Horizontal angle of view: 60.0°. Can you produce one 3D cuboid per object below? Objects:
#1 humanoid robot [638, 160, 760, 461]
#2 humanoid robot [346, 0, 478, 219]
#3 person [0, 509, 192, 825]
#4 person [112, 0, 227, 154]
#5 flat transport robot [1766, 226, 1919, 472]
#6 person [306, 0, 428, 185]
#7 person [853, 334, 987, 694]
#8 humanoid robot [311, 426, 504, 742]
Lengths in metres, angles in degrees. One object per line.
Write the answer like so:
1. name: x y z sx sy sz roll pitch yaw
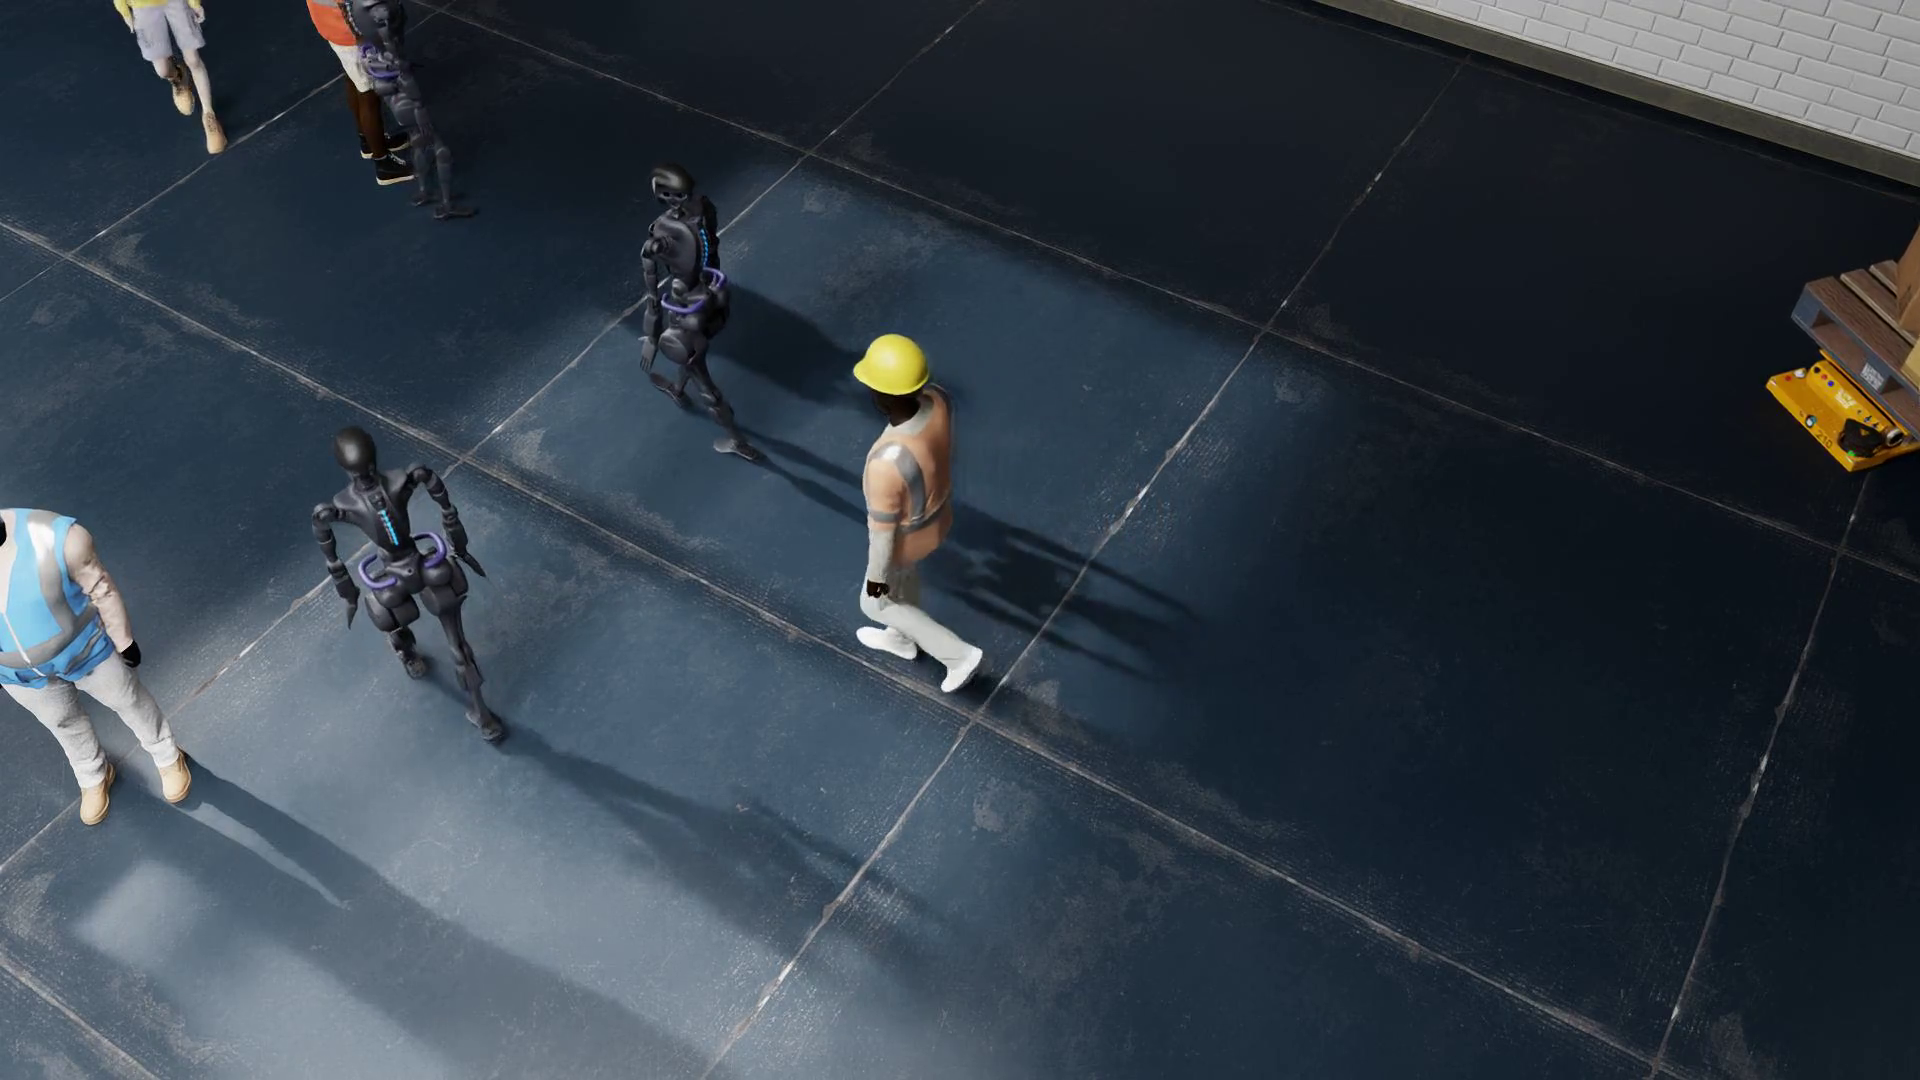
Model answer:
1. humanoid robot: -1.330 -1.086 7.852 0.740 1.631 0.590 21 52 17
2. humanoid robot: -3.008 -2.521 9.084 0.428 1.655 0.588 -21 52 -18
3. person: -3.486 0.432 6.394 0.624 1.843 0.429 -13 50 -12
4. person: -4.585 -3.122 9.475 0.476 1.880 0.503 -19 52 -16
5. flat transport robot: 4.947 -0.795 8.511 1.431 0.231 0.659 -15 51 -13
6. person: -3.388 -2.885 9.218 0.370 1.958 0.603 -24 53 -19
7. person: -0.188 -0.058 6.778 0.577 1.906 0.597 16 51 14
8. humanoid robot: -2.252 0.139 6.784 0.584 1.626 0.774 -27 54 -22
